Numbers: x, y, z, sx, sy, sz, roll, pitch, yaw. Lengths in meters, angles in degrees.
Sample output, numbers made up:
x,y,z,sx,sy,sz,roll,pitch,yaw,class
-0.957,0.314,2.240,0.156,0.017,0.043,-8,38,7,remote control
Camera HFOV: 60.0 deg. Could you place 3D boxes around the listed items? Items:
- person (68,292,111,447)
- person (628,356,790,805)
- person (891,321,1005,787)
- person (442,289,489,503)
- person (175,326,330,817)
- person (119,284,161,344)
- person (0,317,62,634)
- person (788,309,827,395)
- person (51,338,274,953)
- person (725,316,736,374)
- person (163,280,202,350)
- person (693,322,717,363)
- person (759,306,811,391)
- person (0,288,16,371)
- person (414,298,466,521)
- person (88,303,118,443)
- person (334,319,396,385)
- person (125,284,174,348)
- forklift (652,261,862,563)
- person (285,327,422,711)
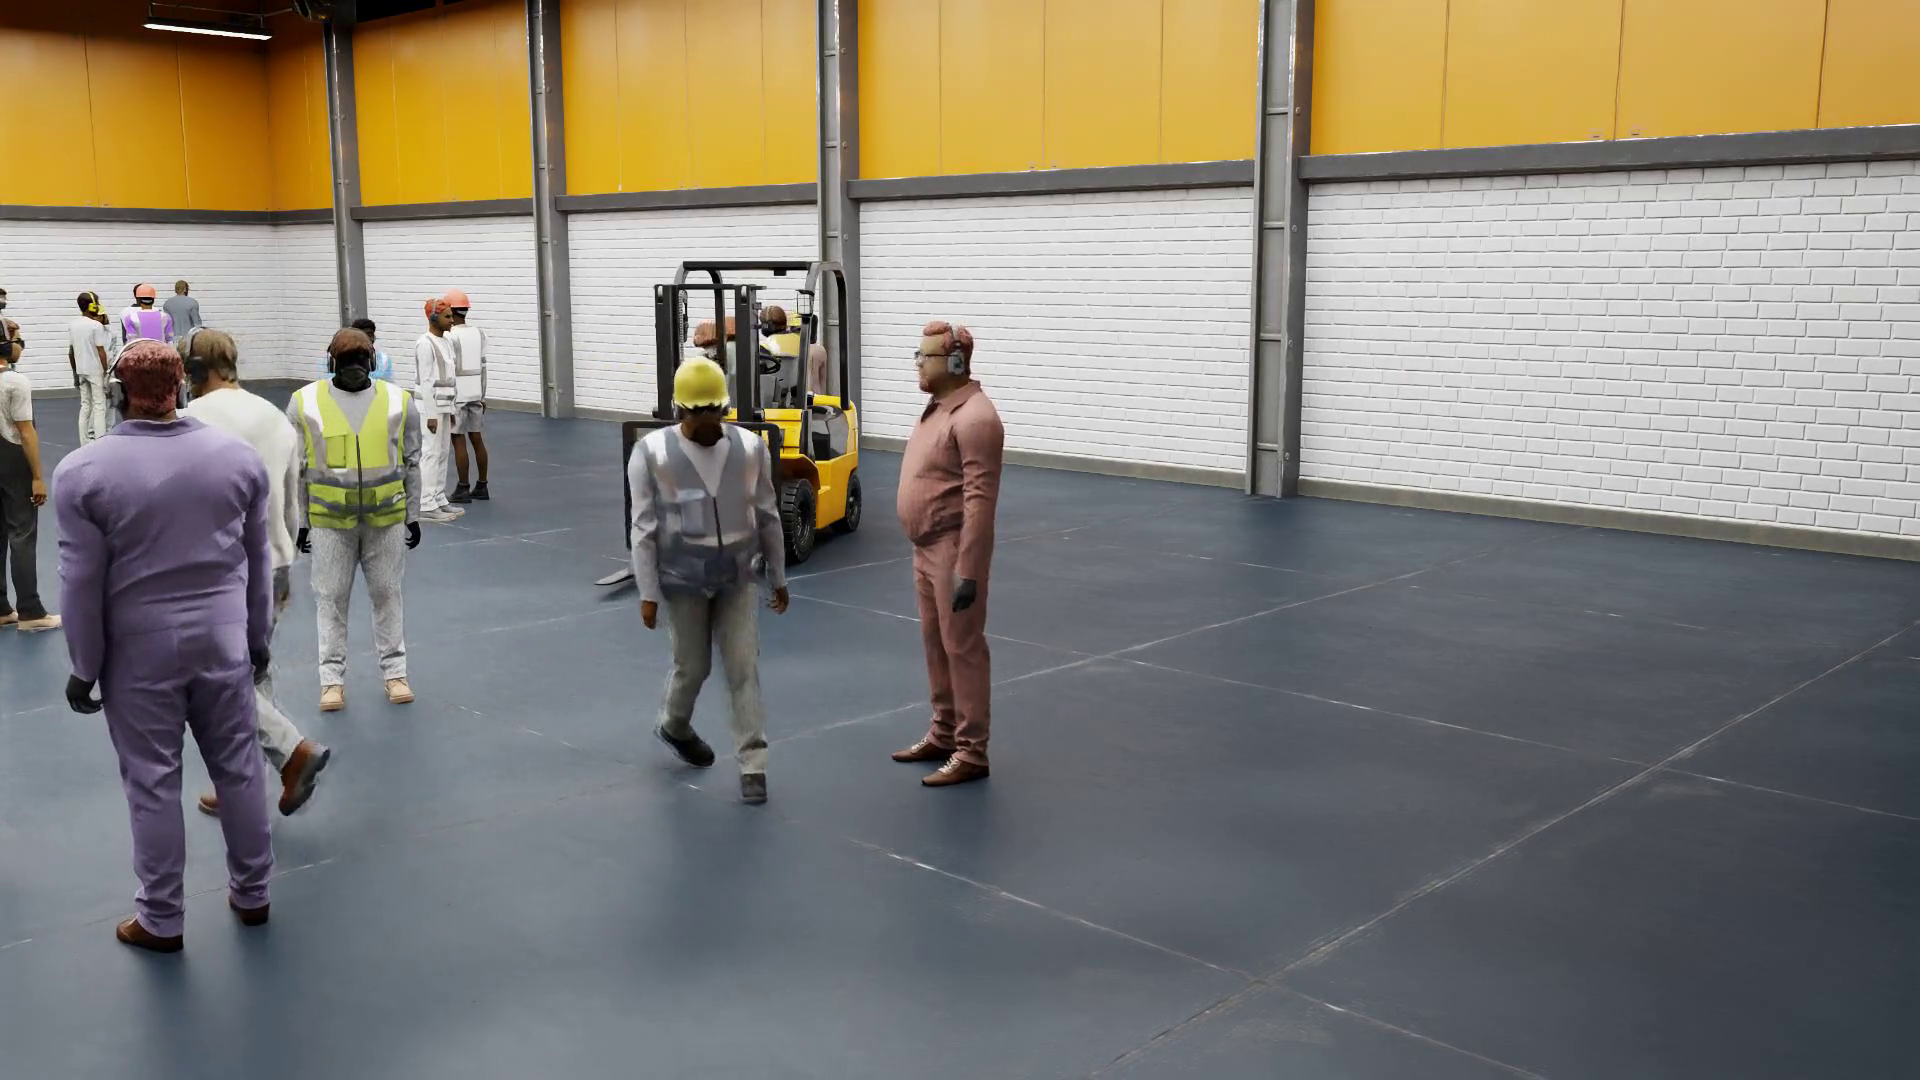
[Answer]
x,y,z,sx,sy,sz,roll,pitch,yaw,class
-9.703,-1.833,18.591,0.535,1.864,0.309,4,10,21,person
-1.030,0.137,6.758,0.648,1.791,0.730,-4,10,-24,person
-0.059,0.059,6.880,0.405,1.905,0.681,-3,10,-20,person
-4.537,-1.300,15.104,0.367,1.933,0.553,5,10,27,person
-2.682,0.148,6.323,0.629,1.906,0.669,3,10,18,person
-11.383,-2.607,23.204,0.587,1.911,0.397,1,9,4,person
-5.541,-0.372,9.689,0.516,1.844,0.329,4,10,21,person
-1.396,-1.175,14.860,0.308,1.769,0.525,7,12,37,person
-2.478,0.328,5.212,0.400,1.910,0.643,9,13,44,person
-2.369,-1.496,17.227,0.270,1.632,0.508,5,11,29,person
-13.013,-3.389,27.924,0.627,1.935,0.373,1,9,6,person
-2.387,-1.338,16.373,0.731,1.606,0.514,3,10,19,person
-1.503,-1.096,14.291,0.701,1.814,0.636,8,12,39,person
-13.011,-2.466,22.492,0.538,1.855,0.555,0,9,2,person
-4.414,-1.095,14.051,0.353,1.877,0.570,0,9,-1,person
-10.047,-1.912,19.446,0.310,1.743,0.493,6,11,35,person
-5.275,-1.123,14.781,0.403,1.680,0.546,7,12,38,person
-10.013,-2.195,20.588,0.542,1.938,0.357,-8,12,-39,person
-1.552,-1.040,12.721,1.214,2.155,2.313,2,9,11,forklift
-2.917,-0.104,8.064,0.627,1.843,0.429,-4,10,-25,person
